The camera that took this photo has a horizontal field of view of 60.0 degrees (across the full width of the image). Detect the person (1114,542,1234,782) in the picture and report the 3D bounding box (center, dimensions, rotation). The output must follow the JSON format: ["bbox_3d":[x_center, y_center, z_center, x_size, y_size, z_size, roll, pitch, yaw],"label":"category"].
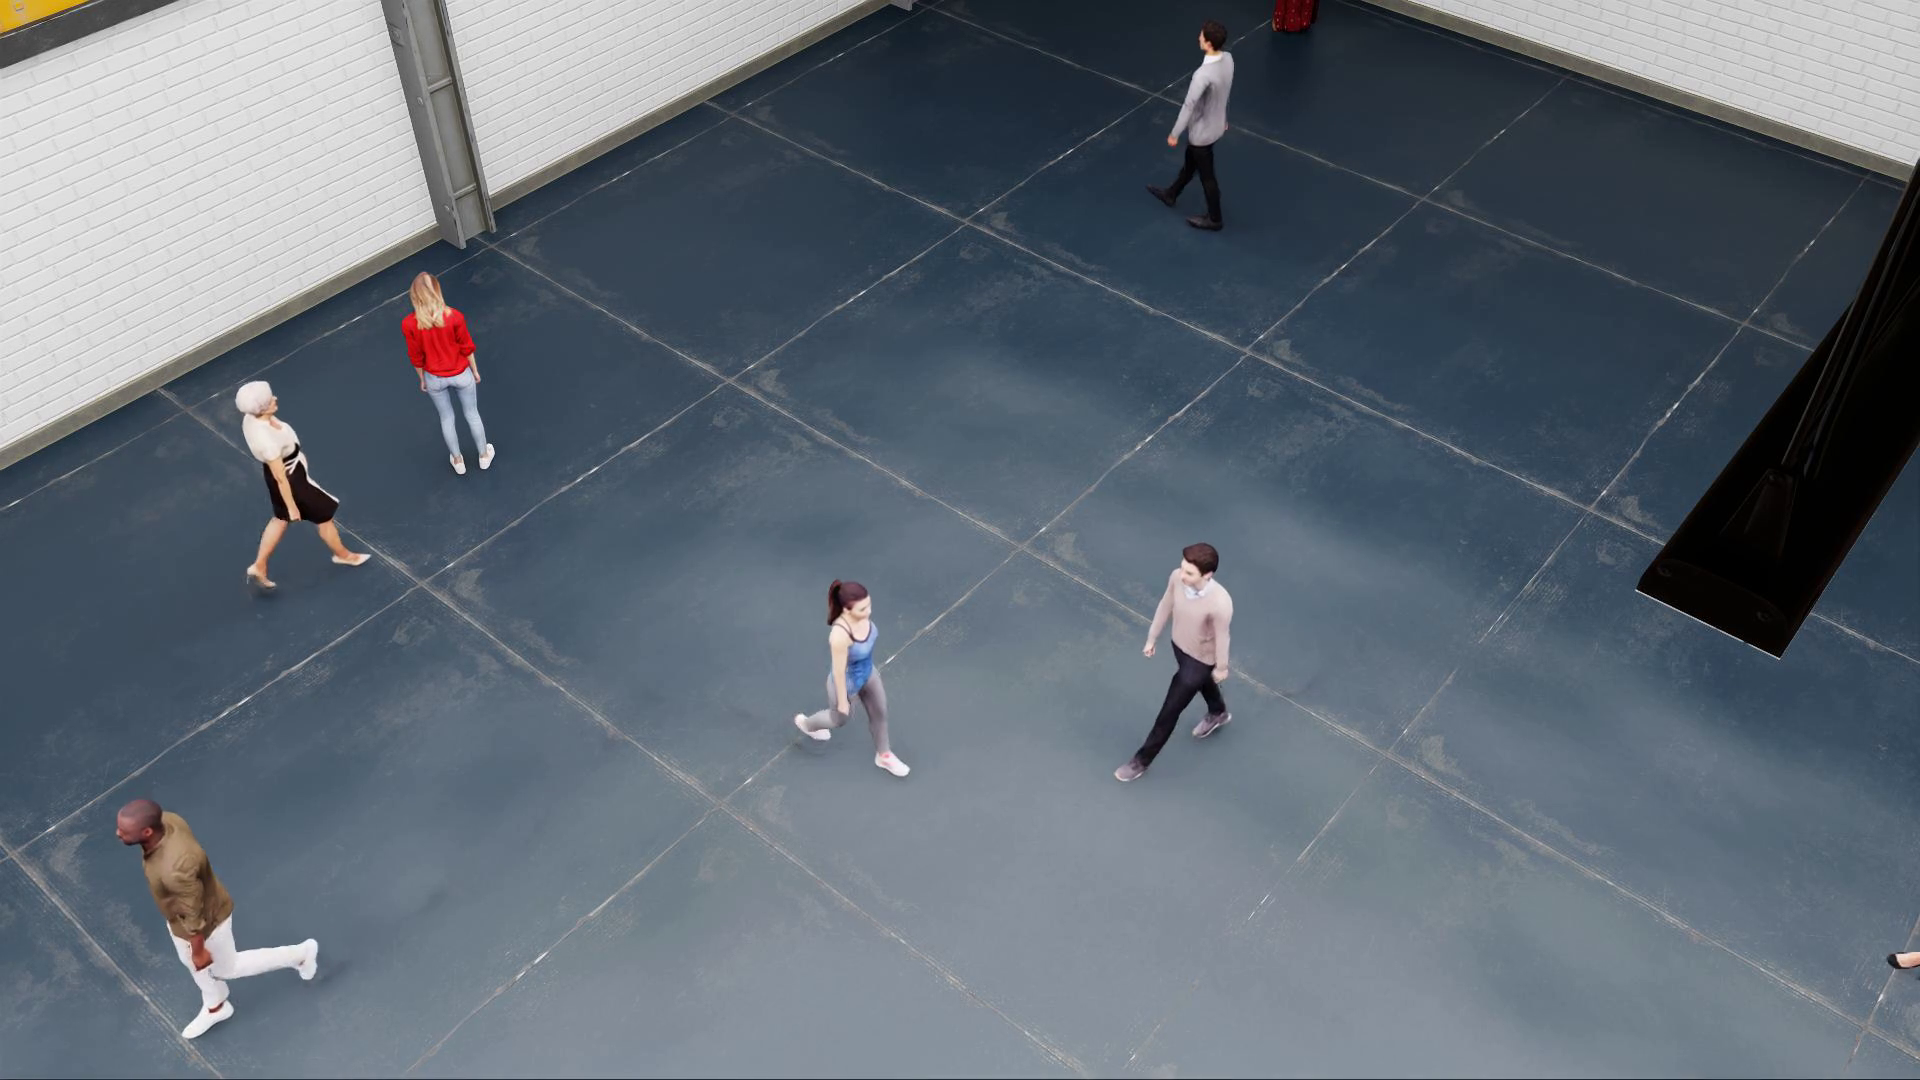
[{"bbox_3d":[1.464,0.655,10.039,1.256,1.757,0.870,-25,49,-24],"label":"person"}]

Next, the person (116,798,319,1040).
[{"bbox_3d":[-3.904,1.928,8.671,1.052,1.801,0.784,-32,52,-29],"label":"person"}]

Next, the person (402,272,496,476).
[{"bbox_3d":[-3.698,-1.189,12.013,0.639,1.705,0.747,-11,45,-11],"label":"person"}]

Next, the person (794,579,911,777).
[{"bbox_3d":[-0.705,0.811,10.003,0.812,1.582,1.024,16,46,17],"label":"person"}]

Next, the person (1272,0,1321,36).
[{"bbox_3d":[3.546,-6.009,17.121,0.755,1.637,0.822,-5,44,-5],"label":"person"}]

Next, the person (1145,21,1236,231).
[{"bbox_3d":[2.194,-3.504,14.308,0.924,1.890,1.066,22,48,21],"label":"person"}]

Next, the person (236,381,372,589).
[{"bbox_3d":[-4.572,-0.328,11.097,1.112,1.721,0.786,-28,50,-26],"label":"person"}]
